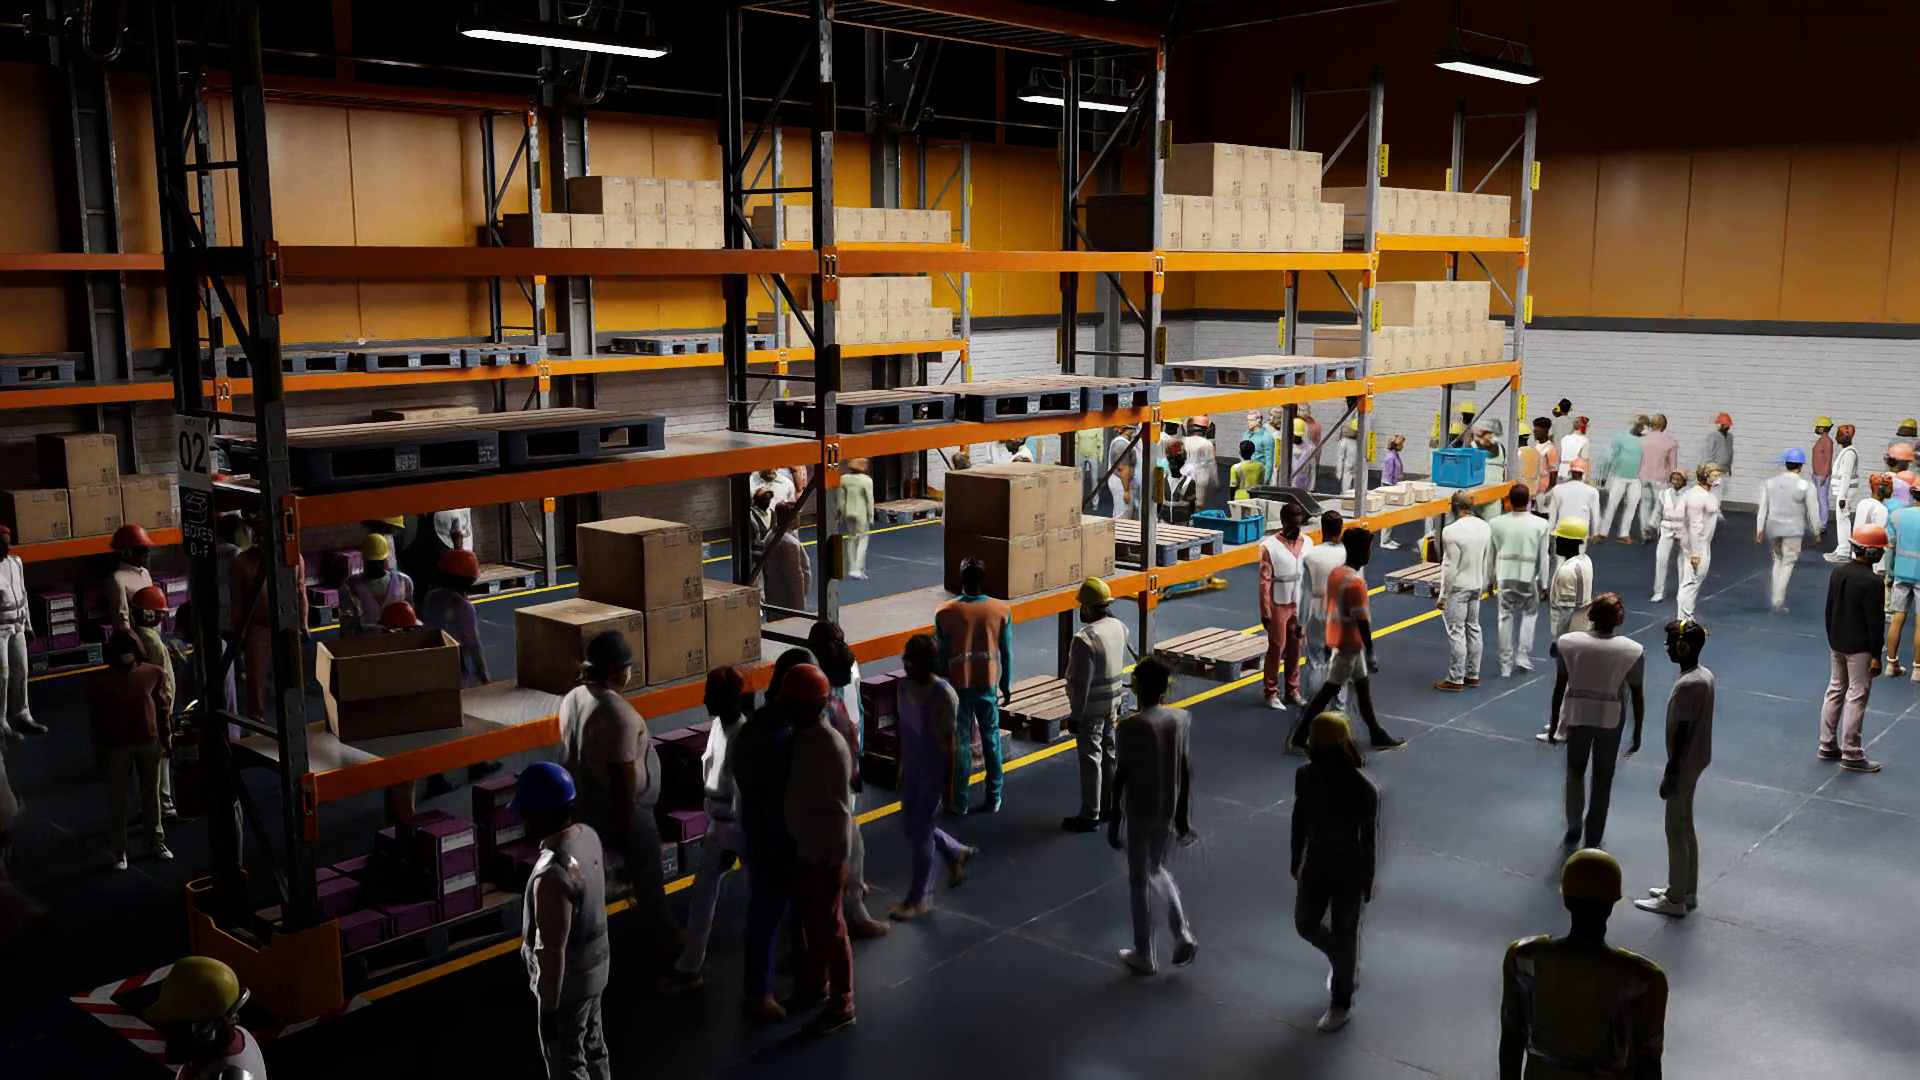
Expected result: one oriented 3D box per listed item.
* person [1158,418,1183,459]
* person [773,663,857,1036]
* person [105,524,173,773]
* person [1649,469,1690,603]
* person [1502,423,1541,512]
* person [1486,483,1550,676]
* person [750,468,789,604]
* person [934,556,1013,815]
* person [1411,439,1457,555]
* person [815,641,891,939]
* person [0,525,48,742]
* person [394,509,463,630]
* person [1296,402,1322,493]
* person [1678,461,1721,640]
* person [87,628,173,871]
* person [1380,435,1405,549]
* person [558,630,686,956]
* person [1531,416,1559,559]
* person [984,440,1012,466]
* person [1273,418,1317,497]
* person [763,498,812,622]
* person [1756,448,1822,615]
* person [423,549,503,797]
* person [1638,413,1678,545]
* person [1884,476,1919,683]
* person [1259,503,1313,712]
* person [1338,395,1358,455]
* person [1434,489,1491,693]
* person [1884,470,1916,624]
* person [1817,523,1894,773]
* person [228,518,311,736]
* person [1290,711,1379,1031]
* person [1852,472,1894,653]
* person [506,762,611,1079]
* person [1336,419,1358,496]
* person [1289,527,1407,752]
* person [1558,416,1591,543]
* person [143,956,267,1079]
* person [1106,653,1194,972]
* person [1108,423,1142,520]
[{"bbox_3d":[3.030,-0.931,24.209,0.397,1.919,0.587,5,11,25],"label":"person"},{"bbox_3d":[-0.783,1.617,8.808,0.410,1.984,0.617,-5,11,-29],"label":"person"},{"bbox_3d":[-6.561,0.860,13.283,0.375,1.997,0.612,-1,10,-7],"label":"person"},{"bbox_3d":[8.490,-0.032,19.762,0.529,1.610,0.759,8,12,40],"label":"person"},{"bbox_3d":[7.502,-0.611,22.313,0.592,1.917,0.401,-6,11,-30],"label":"person"},{"bbox_3d":[5.507,0.385,16.416,0.624,1.893,0.598,5,11,26],"label":"person"},{"bbox_3d":[-2.247,-0.168,19.638,0.367,1.932,0.622,7,12,36],"label":"person"},{"bbox_3d":[0.099,1.073,12.247,0.597,1.916,0.371,-2,10,-13],"label":"person"},{"bbox_3d":[6.580,-0.545,22.646,0.830,1.653,0.543,-1,10,-7],"label":"person"},{"bbox_3d":[-0.725,1.496,10.052,0.753,1.804,0.630,-2,10,-9],"label":"person"},{"bbox_3d":[-8.110,0.783,14.112,0.373,1.879,0.586,2,10,9],"label":"person"},{"bbox_3d":[-5.406,0.227,16.929,0.681,2.000,0.535,-3,10,-16],"label":"person"},{"bbox_3d":[5.370,-1.247,26.187,0.644,1.899,0.397,0,10,0],"label":"person"},{"bbox_3d":[7.967,0.108,17.944,0.352,1.937,0.635,6,11,30],"label":"person"},{"bbox_3d":[-5.571,1.390,11.197,0.507,1.633,0.278,-9,13,-42],"label":"person"},{"bbox_3d":[6.126,-0.684,23.594,0.313,1.630,0.524,4,10,21],"label":"person"},{"bbox_3d":[-2.043,1.466,9.534,1.002,2.000,0.690,-9,13,-44],"label":"person"},{"bbox_3d":[7.943,-0.712,22.757,0.361,1.962,0.618,-1,10,-7],"label":"person"},{"bbox_3d":[0.594,-0.748,23.163,0.585,1.902,0.410,5,11,29],"label":"person"},{"bbox_3d":[4.699,-0.787,23.411,0.616,1.897,0.636,0,10,-2],"label":"person"},{"bbox_3d":[-1.560,0.568,15.283,0.409,1.913,0.642,-5,11,-27],"label":"person"},{"bbox_3d":[9.630,-0.105,19.249,0.717,1.918,0.642,-5,11,-30],"label":"person"},{"bbox_3d":[-3.783,0.997,12.772,0.562,1.892,0.861,8,12,40],"label":"person"},{"bbox_3d":[9.895,-0.856,23.766,0.626,1.922,0.540,7,12,37],"label":"person"},{"bbox_3d":[9.286,0.361,16.121,0.374,2.042,0.615,-6,11,-30],"label":"person"},{"bbox_3d":[2.959,0.597,15.127,0.599,1.909,0.401,-6,11,-31],"label":"person"},{"bbox_3d":[7.190,-1.887,30.598,0.340,1.684,0.547,-5,11,-28],"label":"person"},{"bbox_3d":[4.750,0.478,15.739,0.633,1.936,0.353,-7,12,-36],"label":"person"},{"bbox_3d":[10.538,0.079,18.713,0.349,1.740,0.574,5,11,28],"label":"person"},{"bbox_3d":[7.198,0.852,13.336,0.396,1.992,0.622,-1,10,-6],"label":"person"},{"bbox_3d":[-5.871,0.751,14.197,0.636,1.911,0.404,-8,12,-38],"label":"person"},{"bbox_3d":[2.015,1.727,8.905,0.513,1.719,0.520,8,13,40],"label":"person"},{"bbox_3d":[9.523,0.227,17.396,0.337,1.882,0.583,1,10,6],"label":"person"},{"bbox_3d":[-1.730,1.901,7.250,0.415,1.939,0.604,0,10,3],"label":"person"},{"bbox_3d":[5.900,-1.001,25.222,0.539,1.711,0.572,-5,11,-28],"label":"person"},{"bbox_3d":[3.199,0.839,13.700,1.025,1.912,0.614,0,10,-2],"label":"person"},{"bbox_3d":[8.900,-0.877,24.127,0.387,1.838,0.573,-3,10,-17],"label":"person"},{"bbox_3d":[-2.458,2.246,5.495,0.404,1.833,0.590,-5,11,-26],"label":"person"},{"bbox_3d":[1.092,1.574,9.463,0.527,1.848,0.467,-5,11,-29],"label":"person"},{"bbox_3d":[2.281,-0.724,22.607,0.536,2.000,0.673,0,10,0],"label":"person"}]
